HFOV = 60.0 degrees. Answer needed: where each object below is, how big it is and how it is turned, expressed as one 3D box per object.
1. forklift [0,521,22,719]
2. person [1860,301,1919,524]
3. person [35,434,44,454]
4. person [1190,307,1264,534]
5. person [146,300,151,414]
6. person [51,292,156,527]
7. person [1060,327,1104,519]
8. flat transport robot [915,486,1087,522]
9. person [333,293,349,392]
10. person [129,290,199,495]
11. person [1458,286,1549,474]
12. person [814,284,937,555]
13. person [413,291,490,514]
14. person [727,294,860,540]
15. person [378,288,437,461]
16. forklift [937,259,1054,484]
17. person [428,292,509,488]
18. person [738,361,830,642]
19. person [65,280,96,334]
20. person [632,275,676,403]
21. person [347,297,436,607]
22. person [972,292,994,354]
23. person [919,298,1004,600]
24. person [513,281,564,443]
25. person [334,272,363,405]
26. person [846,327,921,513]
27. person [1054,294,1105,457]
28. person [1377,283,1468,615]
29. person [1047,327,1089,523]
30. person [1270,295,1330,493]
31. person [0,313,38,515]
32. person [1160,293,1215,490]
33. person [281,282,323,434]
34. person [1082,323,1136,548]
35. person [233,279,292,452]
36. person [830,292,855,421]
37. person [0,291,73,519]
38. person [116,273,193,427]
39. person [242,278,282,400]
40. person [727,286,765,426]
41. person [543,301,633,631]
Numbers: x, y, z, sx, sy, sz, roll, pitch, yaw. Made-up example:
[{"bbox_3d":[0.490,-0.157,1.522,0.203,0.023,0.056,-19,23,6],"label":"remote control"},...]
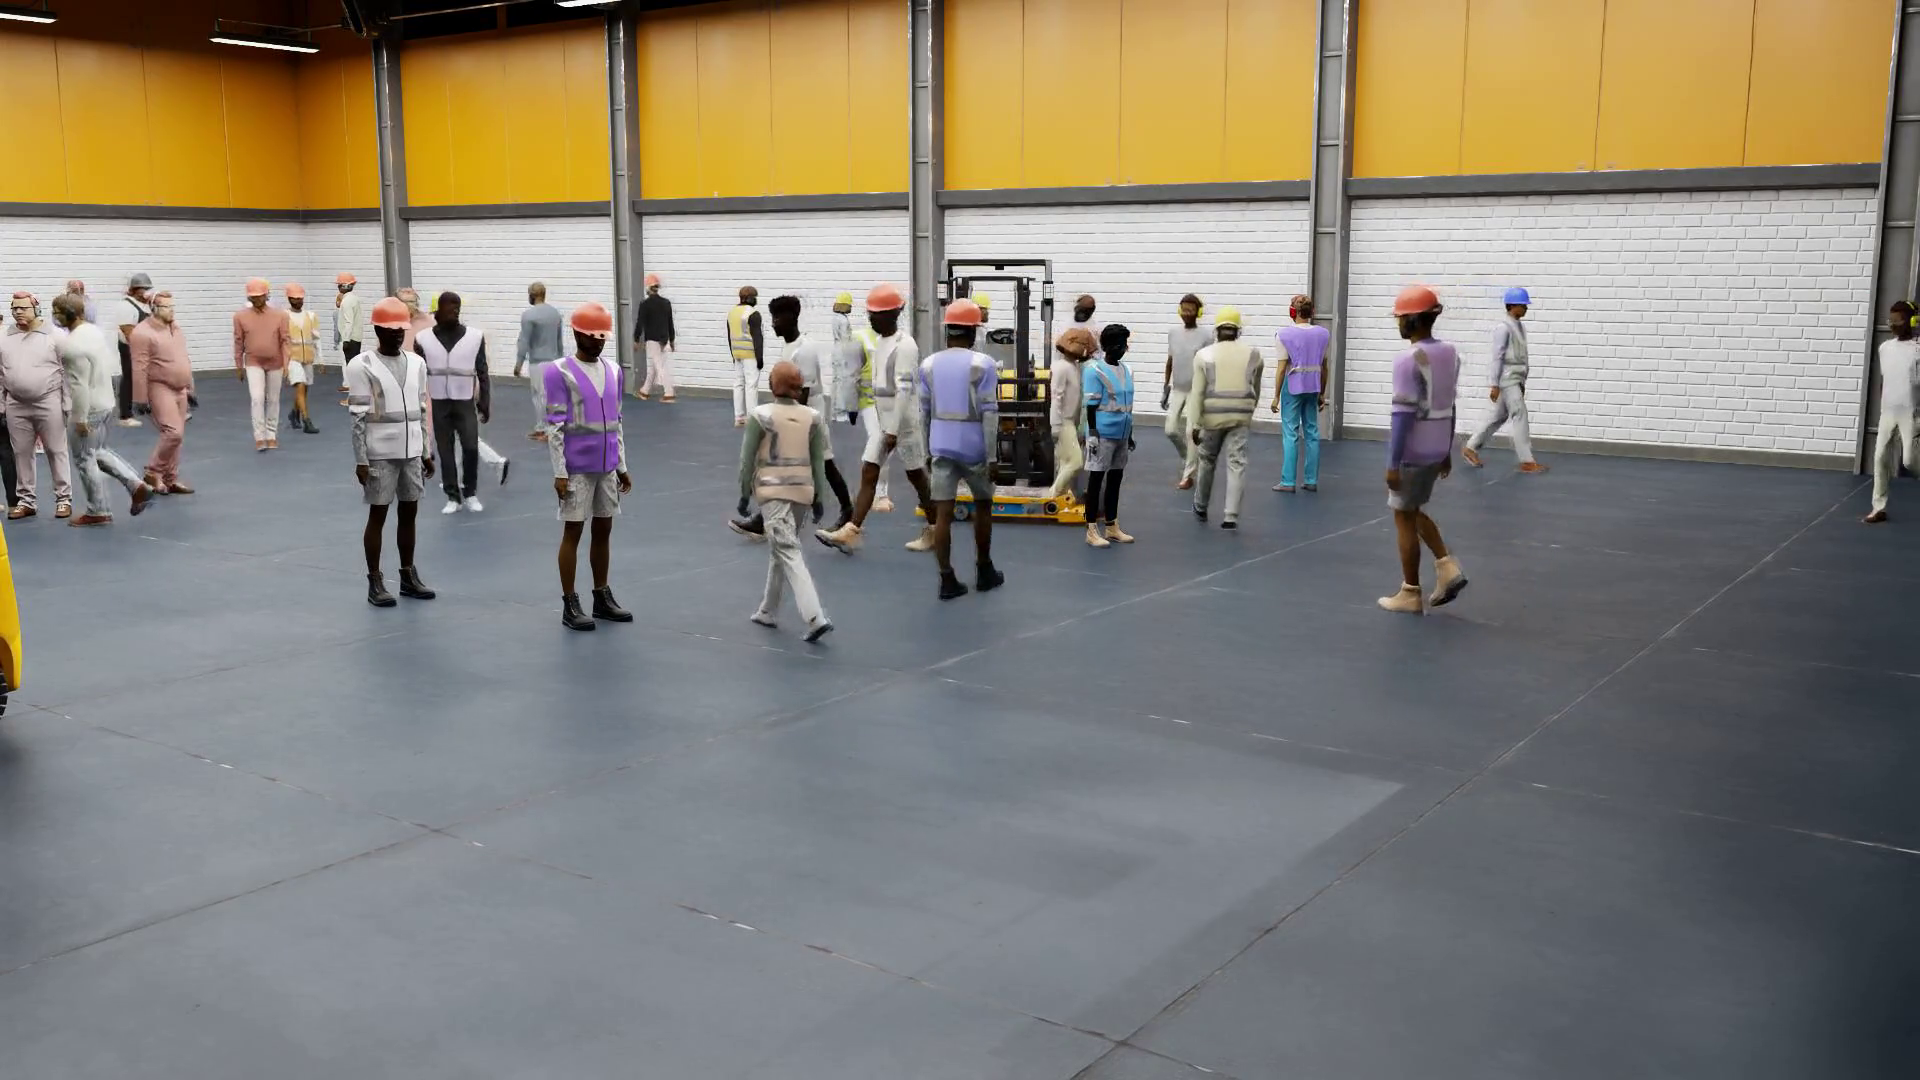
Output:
[{"bbox_3d":[-5.296,-0.090,6.943,1.214,2.155,2.313,7,12,35],"label":"forklift"},{"bbox_3d":[7.825,-1.051,13.718,0.724,1.844,0.523,-5,11,-29],"label":"person"},{"bbox_3d":[-10.551,-1.864,18.901,0.531,1.735,0.818,-8,12,-39],"label":"person"},{"bbox_3d":[2.126,-0.976,13.429,0.589,1.779,0.941,0,10,0],"label":"person"},{"bbox_3d":[-11.557,-2.672,23.710,0.532,1.728,0.883,-4,10,-23],"label":"person"},{"bbox_3d":[-6.956,-1.039,13.419,0.565,1.916,0.660,-1,10,-9],"label":"person"},{"bbox_3d":[0.981,-0.958,13.807,0.499,1.611,0.524,-2,10,-10],"label":"person"},{"bbox_3d":[0.393,-0.317,14.013,1.431,0.197,0.652,2,10,13],"label":"flat transport robot"},{"bbox_3d":[-10.149,-3.269,27.538,0.288,1.634,0.499,6,11,32],"label":"person"},{"bbox_3d":[-7.284,-1.344,15.325,0.431,1.892,0.646,1,10,7],"label":"person"},{"bbox_3d":[5.602,-1.652,17.104,0.956,1.910,0.615,7,12,34],"label":"person"},{"bbox_3d":[-0.555,-0.864,12.160,1.041,1.981,0.616,-5,11,-28],"label":"person"},{"bbox_3d":[-4.369,-1.170,14.255,0.650,1.904,0.463,-2,10,-11],"label":"person"},{"bbox_3d":[-1.262,-0.936,12.874,1.070,1.900,0.626,-5,11,-28],"label":"person"},{"bbox_3d":[-5.825,-1.726,17.663,0.677,1.857,0.964,-3,10,-20],"label":"person"},{"bbox_3d":[0.370,-1.738,16.759,1.214,2.155,2.313,1,10,3],"label":"forklift"},{"bbox_3d":[-4.620,-1.386,15.635,0.786,1.882,0.597,3,10,19],"label":"person"},{"bbox_3d":[-0.973,-0.234,9.565,0.505,1.596,0.849,-8,12,-39],"label":"person"},{"bbox_3d":[-12.197,-2.652,23.124,0.427,1.892,0.695,-2,10,-14],"label":"person"},{"bbox_3d":[-4.707,-3.077,25.492,1.017,1.939,0.641,7,12,35],"label":"person"},{"bbox_3d":[-3.552,-0.555,10.480,0.376,1.933,0.551,7,12,37],"label":"person"},{"bbox_3d":[0.137,-1.878,18.701,0.537,1.816,0.615,4,10,24],"label":"person"},{"bbox_3d":[0.049,-0.599,10.794,0.571,1.913,0.780,4,10,22],"label":"person"},{"bbox_3d":[-5.054,-2.093,19.722,0.743,1.916,0.633,4,10,20],"label":"person"},{"bbox_3d":[-9.146,-3.013,24.944,0.386,1.992,0.624,-1,10,-6],"label":"person"},{"bbox_3d":[-0.631,-1.152,14.370,0.643,1.820,0.608,-8,13,-41],"label":"person"},{"bbox_3d":[1.243,-1.750,18.019,0.433,1.810,0.747,-9,13,-43],"label":"person"},{"bbox_3d":[2.790,-0.538,10.104,0.635,2.026,0.470,-9,13,-43],"label":"person"},{"bbox_3d":[0.906,-0.933,13.664,0.333,1.619,0.512,3,10,18],"label":"person"},{"bbox_3d":[3.174,-1.353,15.500,0.569,1.844,0.377,-4,10,-22],"label":"person"},{"bbox_3d":[-8.189,-1.114,14.097,0.506,1.841,0.345,1,10,5],"label":"person"},{"bbox_3d":[2.164,-1.404,15.792,0.555,1.849,0.450,6,11,33],"label":"person"},{"bbox_3d":[-8.406,-2.313,21.094,0.552,1.901,0.974,-9,13,-44],"label":"person"},{"bbox_3d":[1.139,-0.792,12.614,0.319,1.693,0.532,9,13,43],"label":"person"},{"bbox_3d":[-7.891,-1.975,18.884,0.609,1.947,0.904,-4,10,-24],"label":"person"},{"bbox_3d":[-1.574,-2.473,22.495,0.317,1.739,0.482,-4,10,-22],"label":"person"},{"bbox_3d":[-7.769,-1.124,13.954,0.651,1.907,0.409,-2,10,-9],"label":"person"},{"bbox_3d":[-10.587,-2.483,21.650,0.974,2.000,0.701,2,10,12],"label":"person"},{"bbox_3d":[-10.777,-3.103,25.758,0.592,1.909,0.757,-6,11,-33],"label":"person"},{"bbox_3d":[-2.750,-2.380,21.635,0.429,1.839,0.634,-9,13,-42],"label":"person"},{"bbox_3d":[-2.168,-0.440,9.822,0.373,1.928,0.543,7,12,38],"label":"person"}]
